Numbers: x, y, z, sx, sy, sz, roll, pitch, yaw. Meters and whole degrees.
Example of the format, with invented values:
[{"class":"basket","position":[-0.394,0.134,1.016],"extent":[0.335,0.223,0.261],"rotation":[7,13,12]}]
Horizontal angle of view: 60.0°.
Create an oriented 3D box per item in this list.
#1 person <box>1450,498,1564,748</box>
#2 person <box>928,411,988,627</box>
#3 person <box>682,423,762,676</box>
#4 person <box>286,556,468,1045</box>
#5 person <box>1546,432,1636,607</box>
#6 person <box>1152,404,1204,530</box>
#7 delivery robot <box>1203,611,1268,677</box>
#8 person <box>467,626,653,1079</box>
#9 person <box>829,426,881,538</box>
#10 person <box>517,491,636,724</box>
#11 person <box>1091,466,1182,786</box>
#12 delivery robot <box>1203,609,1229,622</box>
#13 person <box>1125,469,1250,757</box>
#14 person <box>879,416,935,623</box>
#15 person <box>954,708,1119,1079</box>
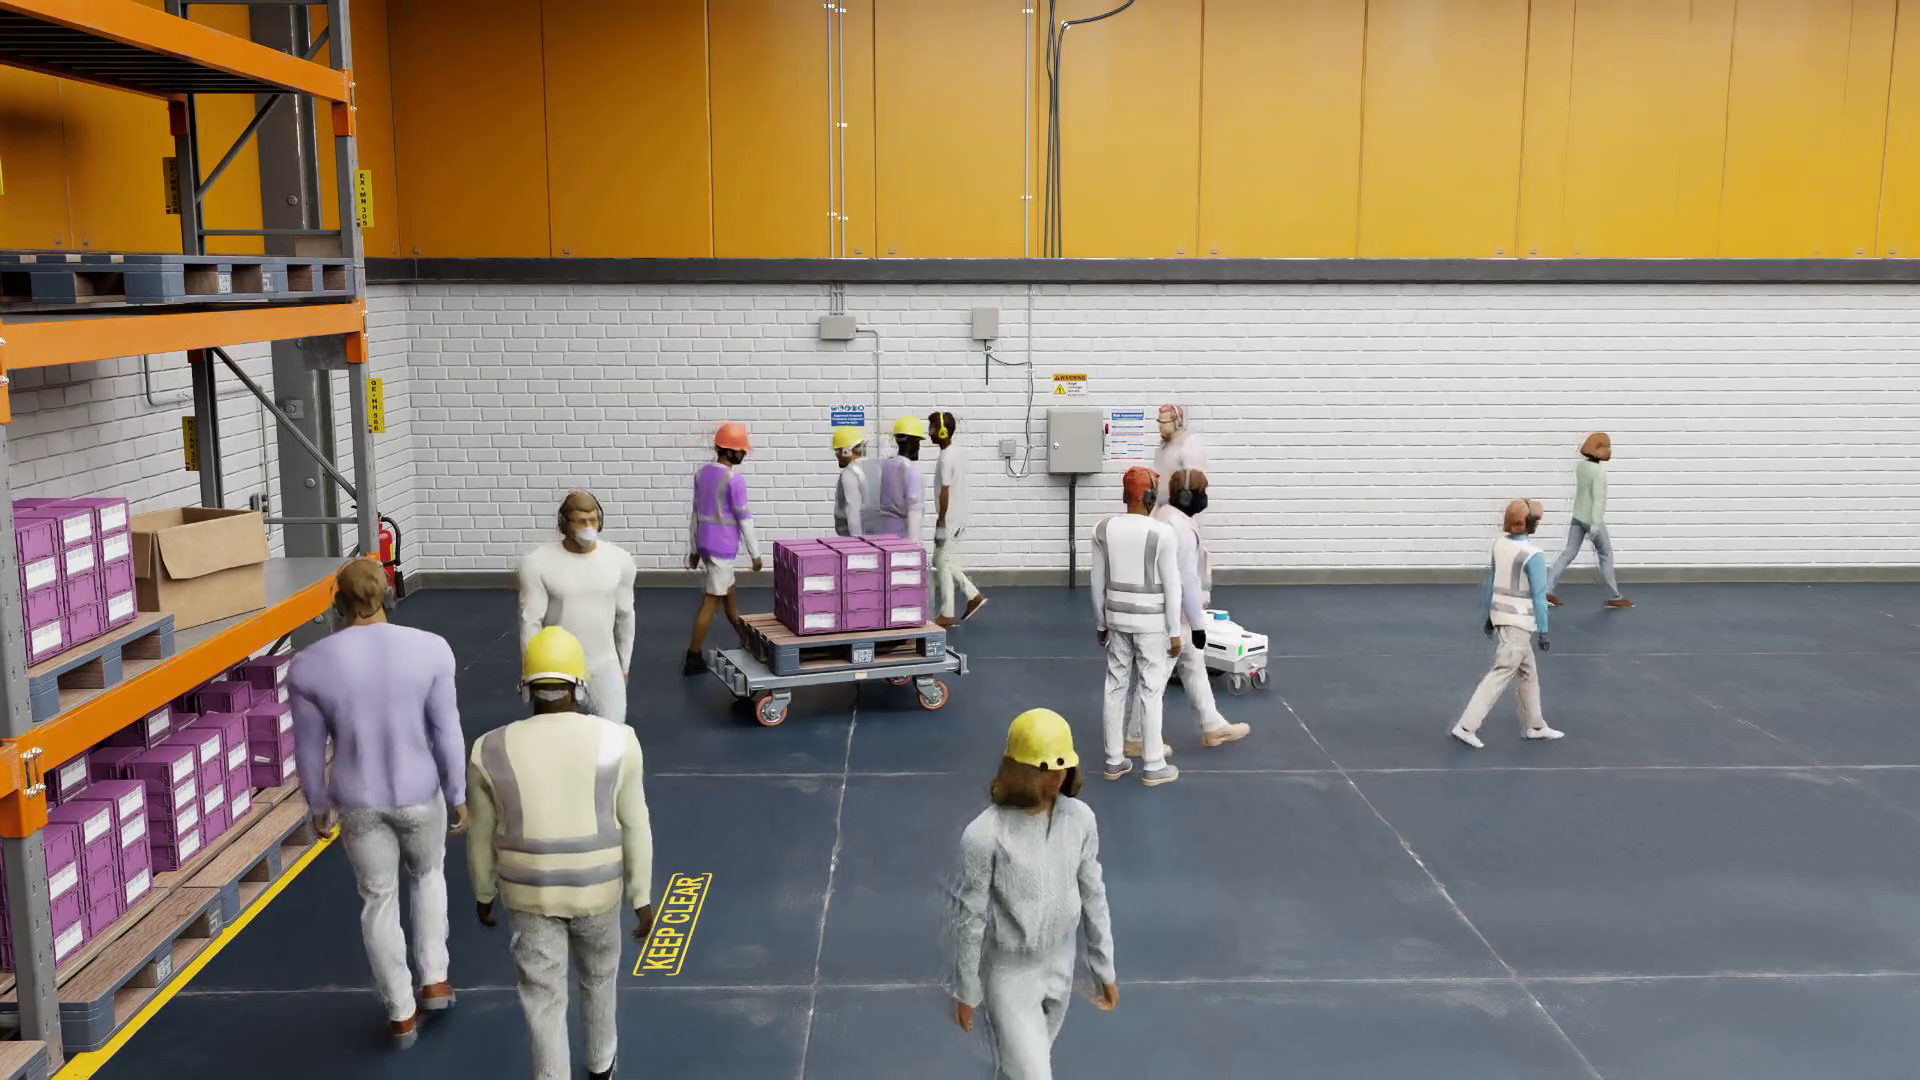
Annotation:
[{"class":"person","position":[3.485,0.527,10.535],"extent":[0.835,1.601,0.527],"rotation":[-2,9,-11]},{"class":"person","position":[-0.078,-0.164,14.033],"extent":[0.448,1.855,0.511],"rotation":[1,9,7]},{"class":"person","position":[-1.715,0.058,12.528],"extent":[0.952,1.887,0.569],"rotation":[-8,12,-39]},{"class":"person","position":[-2.285,1.015,6.581],"extent":[0.645,1.913,0.572],"rotation":[-3,10,-17]},{"class":"person","position":[5.617,-0.177,14.870],"extent":[0.846,1.594,0.499],"rotation":[-1,9,-8]},{"class":"person","position":[1.776,-0.238,14.387],"extent":[0.798,1.871,0.670],"rotation":[-4,10,-21]},{"class":"delivery robot","position":[1.882,0.756,12.048],"extent":[0.477,0.478,0.707],"rotation":[-7,12,-38]},{"class":"person","position":[-1.410,1.182,5.888],"extent":[0.626,1.800,0.807],"rotation":[-2,9,-12]},{"class":"person","position":[-0.793,-0.039,13.505],"extent":[0.953,1.775,0.635],"rotation":[4,10,23]},{"class":"person","position":[-1.964,0.688,8.672],"extent":[0.640,1.881,1.025],"rotation":[-4,10,-23]},{"class":"person","position":[1.046,0.504,9.809],"extent":[0.573,1.886,0.354],"rotation":[6,11,34]},{"class":"delivery robot","position":[1.670,0.666,12.598],"extent":[0.707,0.478,0.477],"rotation":[-3,10,-16]},{"class":"person","position":[1.445,0.459,10.331],"extent":[0.907,1.801,0.653],"rotation":[0,9,-1]},{"class":"person","position":[-0.427,-0.014,12.943],"extent":[0.614,1.893,0.605],"rotation":[-5,11,-30]},{"class":"person","position":[0.292,1.361,5.072],"extent":[0.508,1.701,0.848],"rotation":[-7,12,-37]}]
